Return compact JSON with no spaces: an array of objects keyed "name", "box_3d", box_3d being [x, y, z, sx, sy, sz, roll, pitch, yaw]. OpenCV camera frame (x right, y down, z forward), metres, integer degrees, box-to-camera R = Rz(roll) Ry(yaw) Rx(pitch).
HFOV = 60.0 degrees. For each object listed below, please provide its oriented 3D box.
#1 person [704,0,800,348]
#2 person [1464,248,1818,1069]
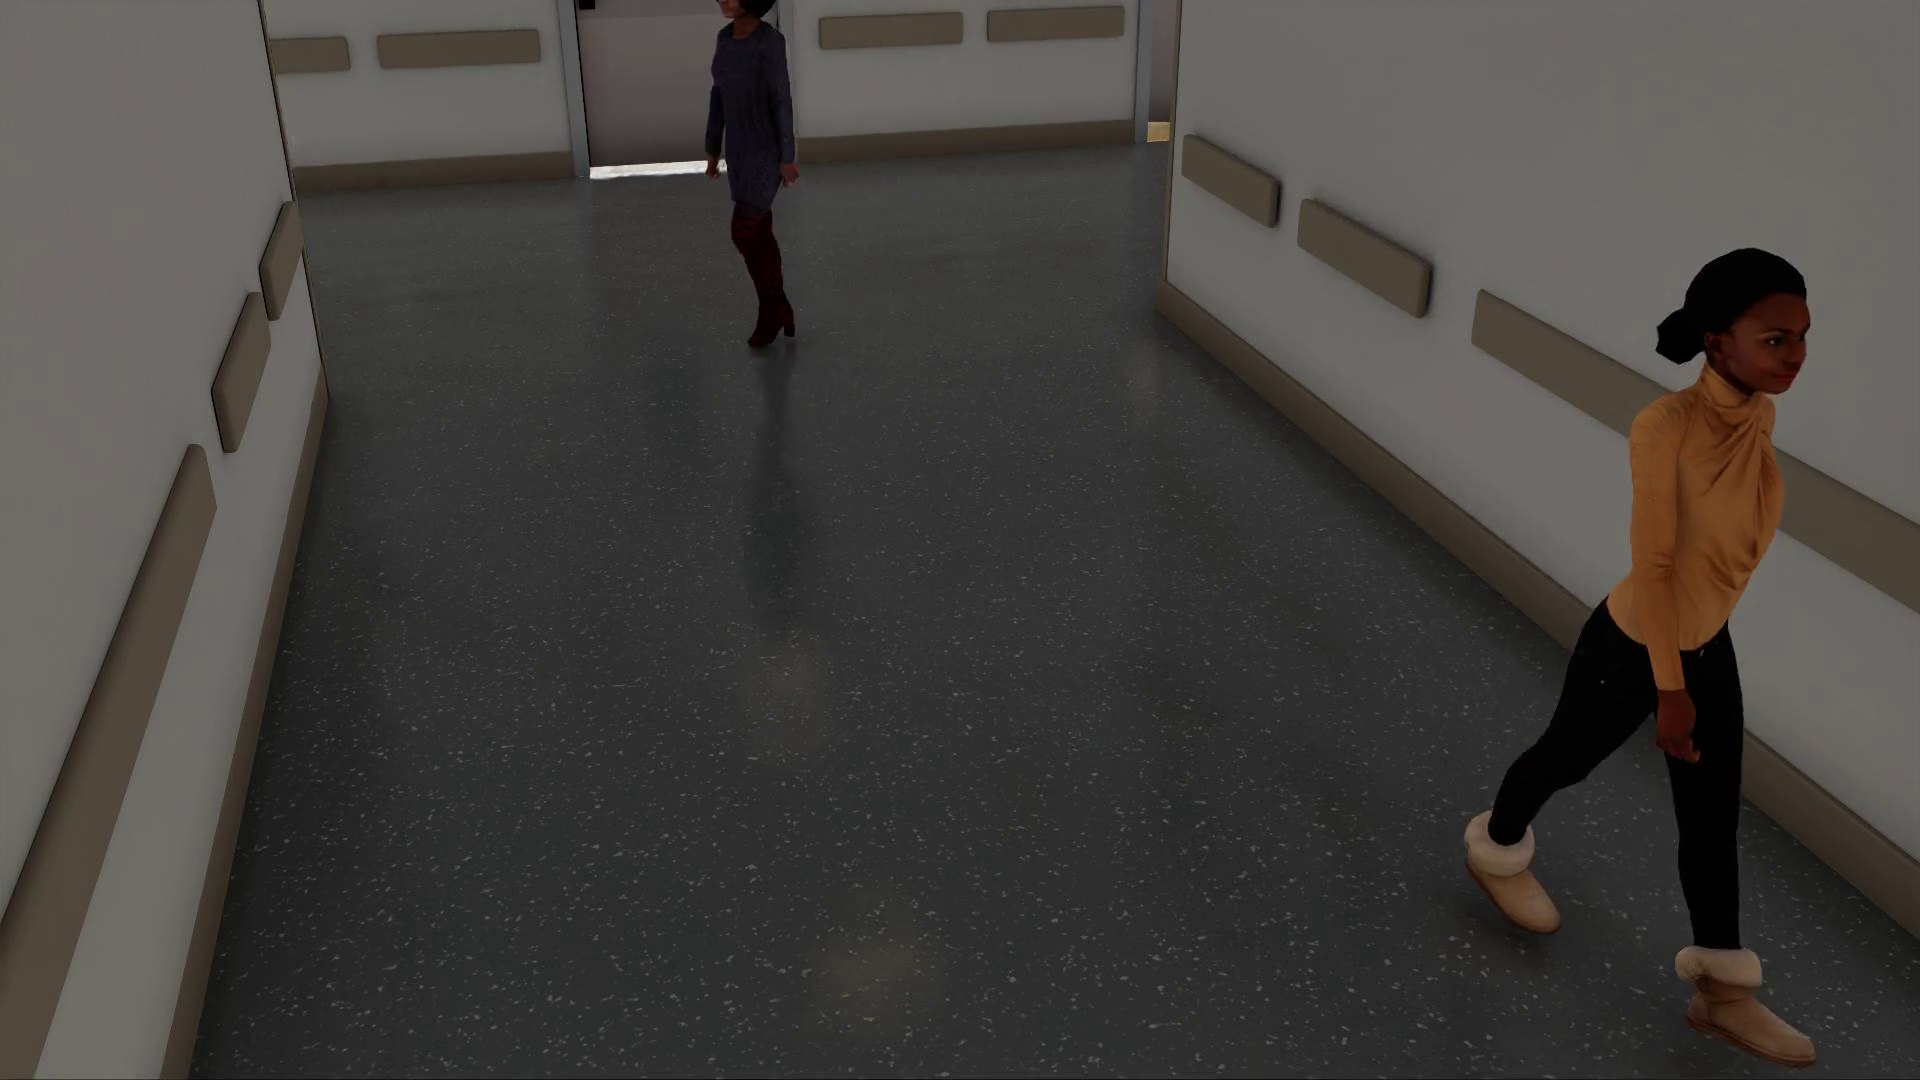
[{"name":"person","box_3d":[-0.811,-1.660,7.202,0.757,1.699,0.733,-20,32,-36]},{"name":"person","box_3d":[1.358,0.211,3.420,1.087,1.613,0.786,-12,28,-24]}]
